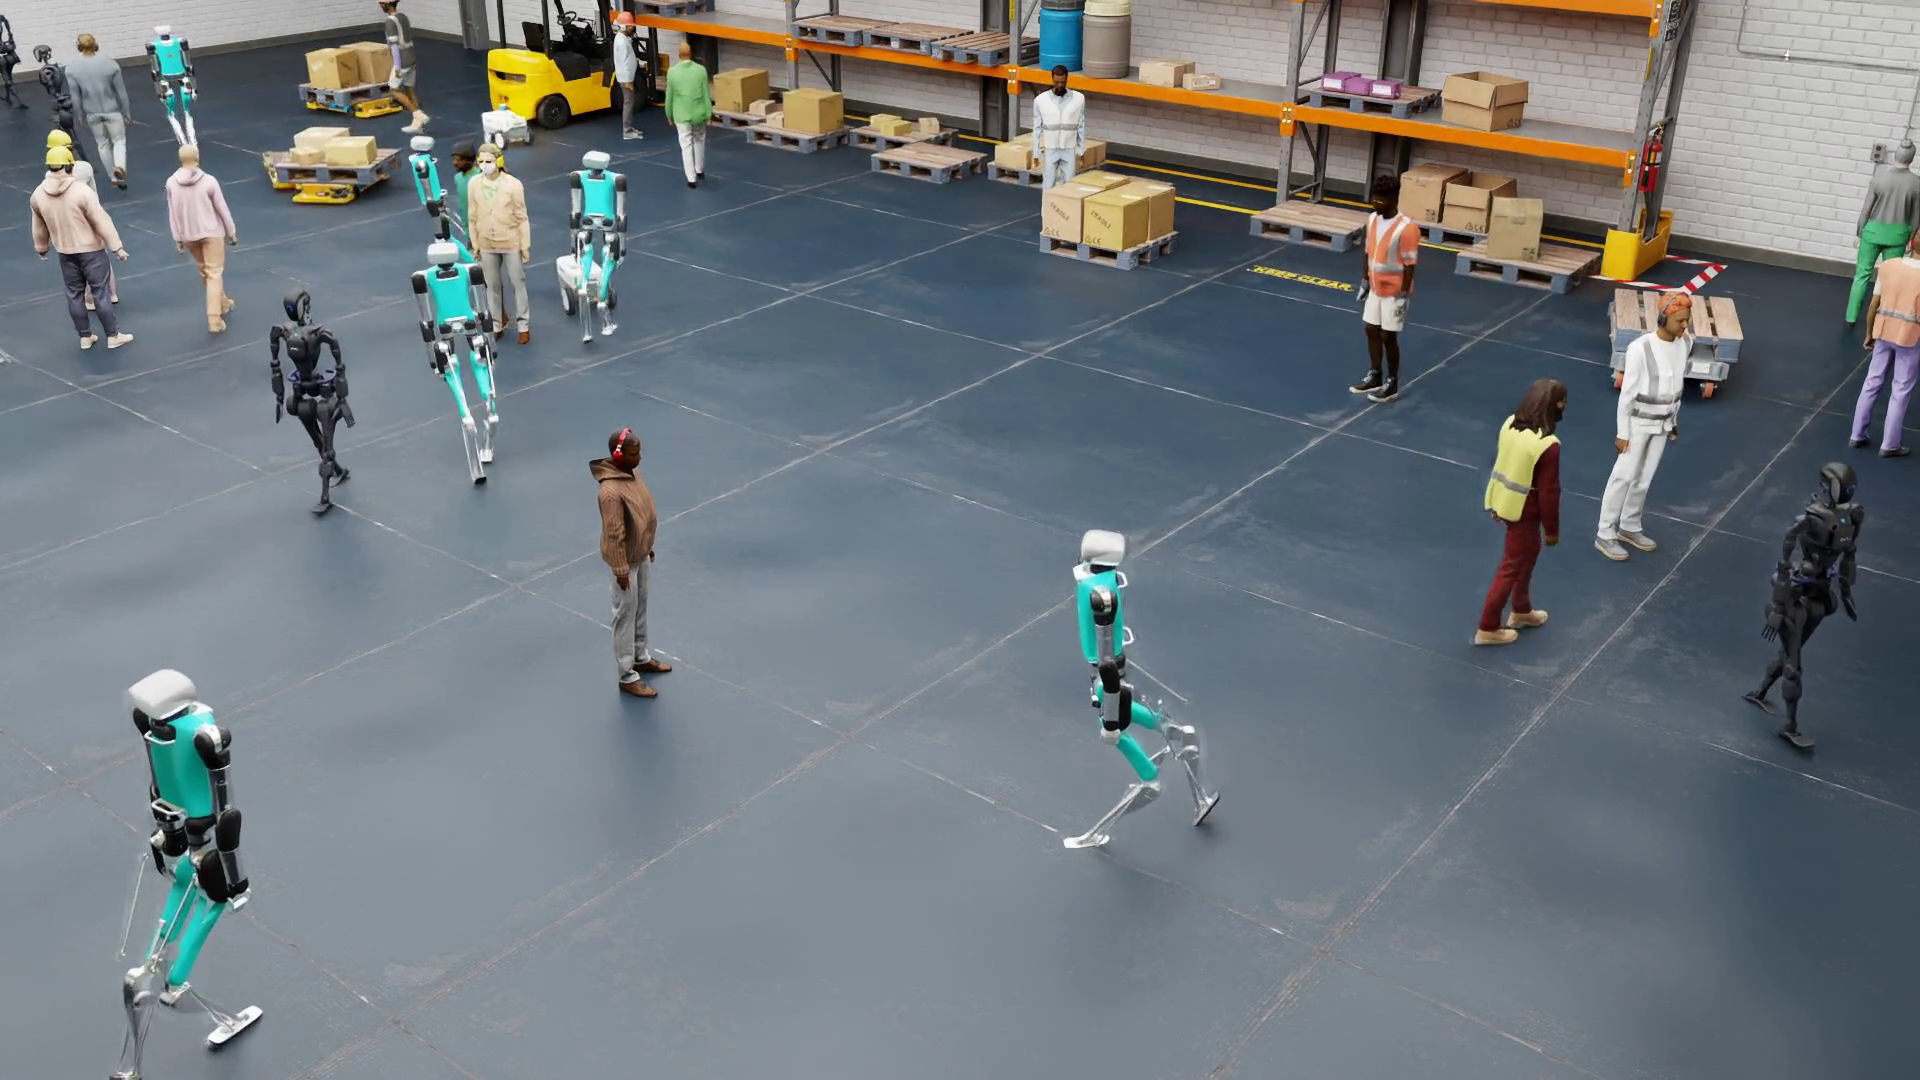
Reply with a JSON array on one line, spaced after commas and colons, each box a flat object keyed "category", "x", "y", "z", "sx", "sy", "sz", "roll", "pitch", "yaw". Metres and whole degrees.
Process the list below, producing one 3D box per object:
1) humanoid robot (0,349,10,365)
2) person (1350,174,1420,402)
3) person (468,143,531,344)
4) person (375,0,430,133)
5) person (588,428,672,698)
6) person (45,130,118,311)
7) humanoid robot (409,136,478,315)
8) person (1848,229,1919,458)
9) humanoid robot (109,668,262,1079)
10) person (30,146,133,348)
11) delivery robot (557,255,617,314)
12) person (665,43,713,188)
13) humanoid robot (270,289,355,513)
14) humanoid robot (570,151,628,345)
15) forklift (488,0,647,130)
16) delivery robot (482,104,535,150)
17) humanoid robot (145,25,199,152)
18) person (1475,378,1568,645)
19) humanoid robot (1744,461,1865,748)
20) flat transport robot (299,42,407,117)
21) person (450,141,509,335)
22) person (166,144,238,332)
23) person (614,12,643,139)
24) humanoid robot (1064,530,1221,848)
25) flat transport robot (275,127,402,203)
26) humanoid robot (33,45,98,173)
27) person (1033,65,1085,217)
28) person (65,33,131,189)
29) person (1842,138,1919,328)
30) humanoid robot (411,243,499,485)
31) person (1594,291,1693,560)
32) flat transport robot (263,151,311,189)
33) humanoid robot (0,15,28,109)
[{"category": "humanoid robot", "x": -8.825, "y": -2.323, "z": 14.761, "sx": 0.716, "sy": 1.848, "sz": 0.542, "roll": -9, "pitch": 27, "yaw": -18}, {"category": "person", "x": 3.571, "y": -2.129, "z": 14.055, "sx": 0.453, "sy": 1.943, "sz": 0.624, "roll": -10, "pitch": 28, "yaw": -20}, {"category": "person", "x": -4.248, "y": -2.743, "z": 15.407, "sx": 0.555, "sy": 1.877, "sz": 0.403, "roll": 2, "pitch": 26, "yaw": 3}, {"category": "person", "x": -7.906, "y": -6.776, "z": 23.582, "sx": 0.525, "sy": 2.023, "sz": 0.624, "roll": 4, "pitch": 26, "yaw": 8}, {"category": "person", "x": -1.941, "y": 0.117, "z": 9.737, "sx": 0.337, "sy": 1.649, "sz": 0.454, "roll": 4, "pitch": 26, "yaw": 9}, {"category": "person", "x": -8.665, "y": -3.135, "z": 16.341, "sx": 0.312, "sy": 1.768, "sz": 0.526, "roll": 10, "pitch": 27, "yaw": 19}, {"category": "humanoid robot", "x": -4.901, "y": -3.046, "z": 16.182, "sx": 0.692, "sy": 1.771, "sz": 0.530, "roll": -7, "pitch": 27, "yaw": -13}, {"category": "person", "x": 7.322, "y": -1.542, "z": 12.949, "sx": 0.378, "sy": 1.844, "sz": 0.568, "roll": -17, "pitch": 30, "yaw": -31}, {"category": "humanoid robot", "x": -3.327, "y": 1.503, "z": 6.879, "sx": 0.549, "sy": 1.877, "sz": 0.818, "roll": 16, "pitch": 30, "yaw": 29}, {"category": "person", "x": -8.089, "y": -2.662, "z": 15.253, "sx": 0.807, "sy": 1.860, "sz": 0.420, "roll": 0, "pitch": 26, "yaw": 1}, {"category": "delivery robot", "x": -3.776, "y": -2.610, "z": 16.630, "sx": 0.499, "sy": 0.579, "sz": 0.774, "roll": -12, "pitch": 28, "yaw": -24}, {"category": "person", "x": -3.440, "y": -5.395, "z": 21.046, "sx": 0.572, "sy": 1.742, "sz": 0.886, "roll": -7, "pitch": 27, "yaw": -15}, {"category": "humanoid robot", "x": -4.740, "y": -1.055, "z": 12.190, "sx": 0.603, "sy": 1.619, "sz": 0.788, "roll": 3, "pitch": 26, "yaw": 7}, {"category": "humanoid robot", "x": -3.411, "y": -2.617, "z": 15.331, "sx": 0.567, "sy": 1.775, "sz": 0.933, "roll": 5, "pitch": 26, "yaw": 10}, {"category": "forklift", "x": -5.874, "y": -7.334, "z": 24.552, "sx": 1.214, "sy": 2.155, "sz": 2.313, "roll": 19, "pitch": 32, "yaw": 34}, {"category": "delivery robot", "x": -6.329, "y": -5.758, "z": 23.160, "sx": 0.499, "sy": 0.589, "sz": 0.784, "roll": -23, "pitch": 34, "yaw": -39}, {"category": "humanoid robot", "x": -10.611, "y": -6.072, "z": 22.467, "sx": 0.554, "sy": 1.770, "sz": 0.796, "roll": -15, "pitch": 30, "yaw": -28}, {"category": "person", "x": 3.549, "y": -0.166, "z": 10.216, "sx": 0.700, "sy": 1.743, "sz": 0.494, "roll": -5, "pitch": 26, "yaw": -10}, {"category": "humanoid robot", "x": 4.789, "y": 0.334, "z": 9.288, "sx": 0.599, "sy": 1.634, "sz": 0.679, "roll": -10, "pitch": 27, "yaw": -20}, {"category": "flat transport robot", "x": -9.224, "y": -6.651, "z": 25.344, "sx": 1.431, "sy": 0.231, "sz": 0.659, "roll": 16, "pitch": 30, "yaw": 30}, {"category": "person", "x": -4.529, "y": -2.845, "z": 15.688, "sx": 0.517, "sy": 1.823, "sz": 0.551, "roll": 19, "pitch": 31, "yaw": 33}, {"category": "person", "x": -7.224, "y": -2.909, "z": 15.906, "sx": 0.529, "sy": 1.739, "sz": 0.920, "roll": 1, "pitch": 26, "yaw": 1}, {"category": "person", "x": -4.670, "y": -6.537, "z": 23.420, "sx": 0.351, "sy": 1.737, "sz": 0.571, "roll": -4, "pitch": 26, "yaw": -9}, {"category": "humanoid robot", "x": 1.018, "y": 0.769, "z": 8.306, "sx": 0.944, "sy": 1.772, "sz": 0.539, "roll": -2, "pitch": 26, "yaw": -3}, {"category": "flat transport robot", "x": -7.741, "y": -4.476, "z": 20.839, "sx": 0.659, "sy": 0.231, "sz": 1.431, "roll": 2, "pitch": 26, "yaw": 4}, {"category": "humanoid robot", "x": -11.625, "y": -5.536, "z": 21.430, "sx": 0.617, "sy": 1.638, "sz": 0.589, "roll": -11, "pitch": 28, "yaw": -22}, {"category": "person", "x": 1.115, "y": -4.413, "z": 18.831, "sx": 0.595, "sy": 1.908, "sz": 0.408, "roll": -3, "pitch": 26, "yaw": -6}, {"category": "person", "x": -10.637, "y": -5.286, "z": 20.624, "sx": 0.635, "sy": 1.922, "sz": 0.730, "roll": -9, "pitch": 27, "yaw": -17}, {"category": "person", "x": 8.767, "y": -2.892, "z": 15.752, "sx": 0.524, "sy": 1.840, "sz": 0.325, "roll": 11, "pitch": 28, "yaw": 22}, {"category": "humanoid robot", "x": -3.736, "y": -1.260, "z": 12.597, "sx": 0.557, "sy": 1.868, "sz": 0.806, "roll": -10, "pitch": 28, "yaw": -20}, {"category": "person", "x": 4.687, "y": -0.784, "z": 11.337, "sx": 0.583, "sy": 1.882, "sz": 0.337, "roll": -14, "pitch": 29, "yaw": -27}, {"category": "flat transport robot", "x": -8.620, "y": -4.820, "z": 21.552, "sx": 0.659, "sy": 0.231, "sz": 1.431, "roll": -12, "pitch": 28, "yaw": -23}, {"category": "humanoid robot", "x": -14.679, "y": -7.435, "z": 25.396, "sx": 0.762, "sy": 1.621, "sz": 0.612, "roll": 10, "pitch": 28, "yaw": 20}]
